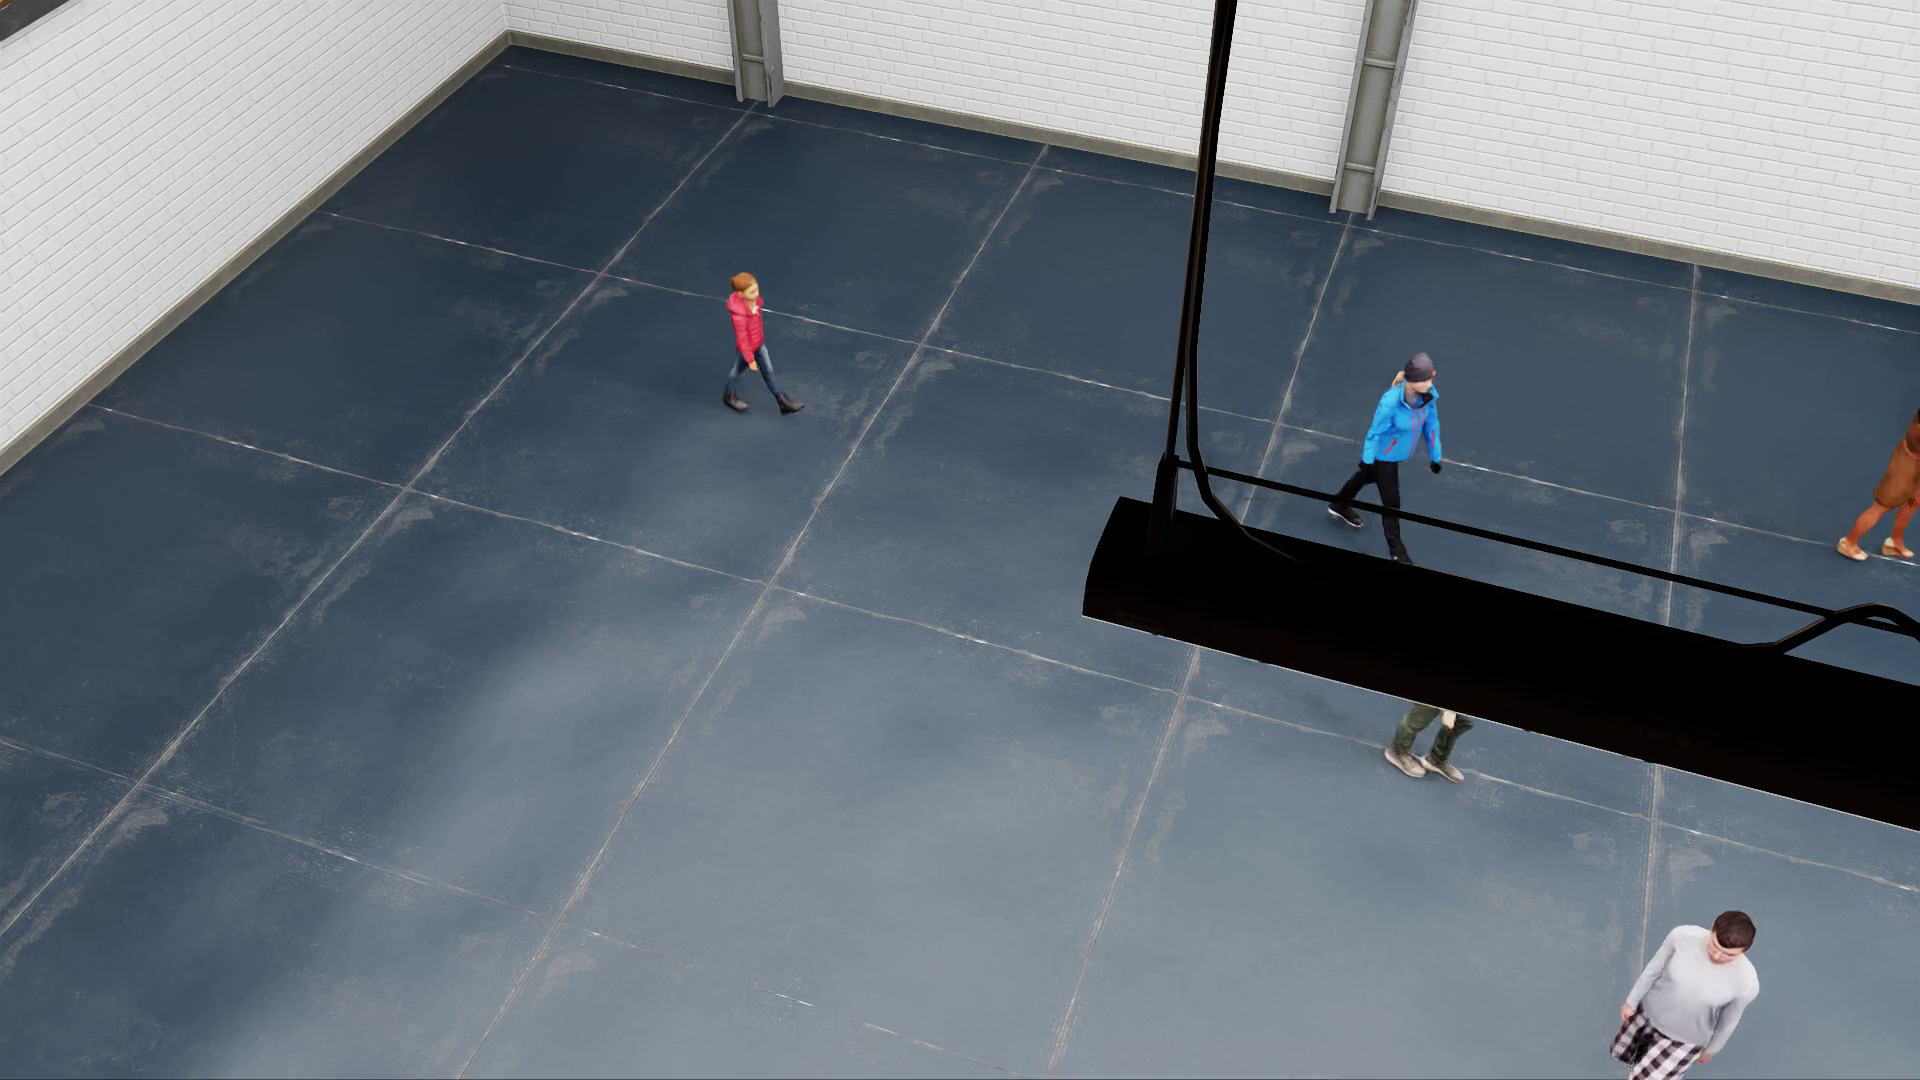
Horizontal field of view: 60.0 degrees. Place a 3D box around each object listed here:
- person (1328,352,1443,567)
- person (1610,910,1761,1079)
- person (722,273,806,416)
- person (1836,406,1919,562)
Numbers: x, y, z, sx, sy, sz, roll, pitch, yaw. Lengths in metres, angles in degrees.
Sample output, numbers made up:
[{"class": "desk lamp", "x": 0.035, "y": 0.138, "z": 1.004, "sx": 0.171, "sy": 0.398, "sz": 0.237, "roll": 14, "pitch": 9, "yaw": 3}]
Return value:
[{"class": "person", "x": 2.912, "y": -0.632, "z": 11.499, "sx": 1.105, "sy": 1.748, "sz": 1.234, "roll": -24, "pitch": 49, "yaw": -23}, {"class": "person", "x": 3.603, "y": 2.349, "z": 8.314, "sx": 0.987, "sy": 1.825, "sz": 1.019, "roll": -30, "pitch": 51, "yaw": -28}, {"class": "person", "x": -1.676, "y": -1.483, "z": 12.731, "sx": 0.934, "sy": 1.280, "sz": 0.588, "roll": 19, "pitch": 47, "yaw": 19}, {"class": "person", "x": 6.406, "y": -0.485, "z": 11.400, "sx": 0.726, "sy": 1.671, "sz": 0.606, "roll": 15, "pitch": 46, "yaw": 16}]
